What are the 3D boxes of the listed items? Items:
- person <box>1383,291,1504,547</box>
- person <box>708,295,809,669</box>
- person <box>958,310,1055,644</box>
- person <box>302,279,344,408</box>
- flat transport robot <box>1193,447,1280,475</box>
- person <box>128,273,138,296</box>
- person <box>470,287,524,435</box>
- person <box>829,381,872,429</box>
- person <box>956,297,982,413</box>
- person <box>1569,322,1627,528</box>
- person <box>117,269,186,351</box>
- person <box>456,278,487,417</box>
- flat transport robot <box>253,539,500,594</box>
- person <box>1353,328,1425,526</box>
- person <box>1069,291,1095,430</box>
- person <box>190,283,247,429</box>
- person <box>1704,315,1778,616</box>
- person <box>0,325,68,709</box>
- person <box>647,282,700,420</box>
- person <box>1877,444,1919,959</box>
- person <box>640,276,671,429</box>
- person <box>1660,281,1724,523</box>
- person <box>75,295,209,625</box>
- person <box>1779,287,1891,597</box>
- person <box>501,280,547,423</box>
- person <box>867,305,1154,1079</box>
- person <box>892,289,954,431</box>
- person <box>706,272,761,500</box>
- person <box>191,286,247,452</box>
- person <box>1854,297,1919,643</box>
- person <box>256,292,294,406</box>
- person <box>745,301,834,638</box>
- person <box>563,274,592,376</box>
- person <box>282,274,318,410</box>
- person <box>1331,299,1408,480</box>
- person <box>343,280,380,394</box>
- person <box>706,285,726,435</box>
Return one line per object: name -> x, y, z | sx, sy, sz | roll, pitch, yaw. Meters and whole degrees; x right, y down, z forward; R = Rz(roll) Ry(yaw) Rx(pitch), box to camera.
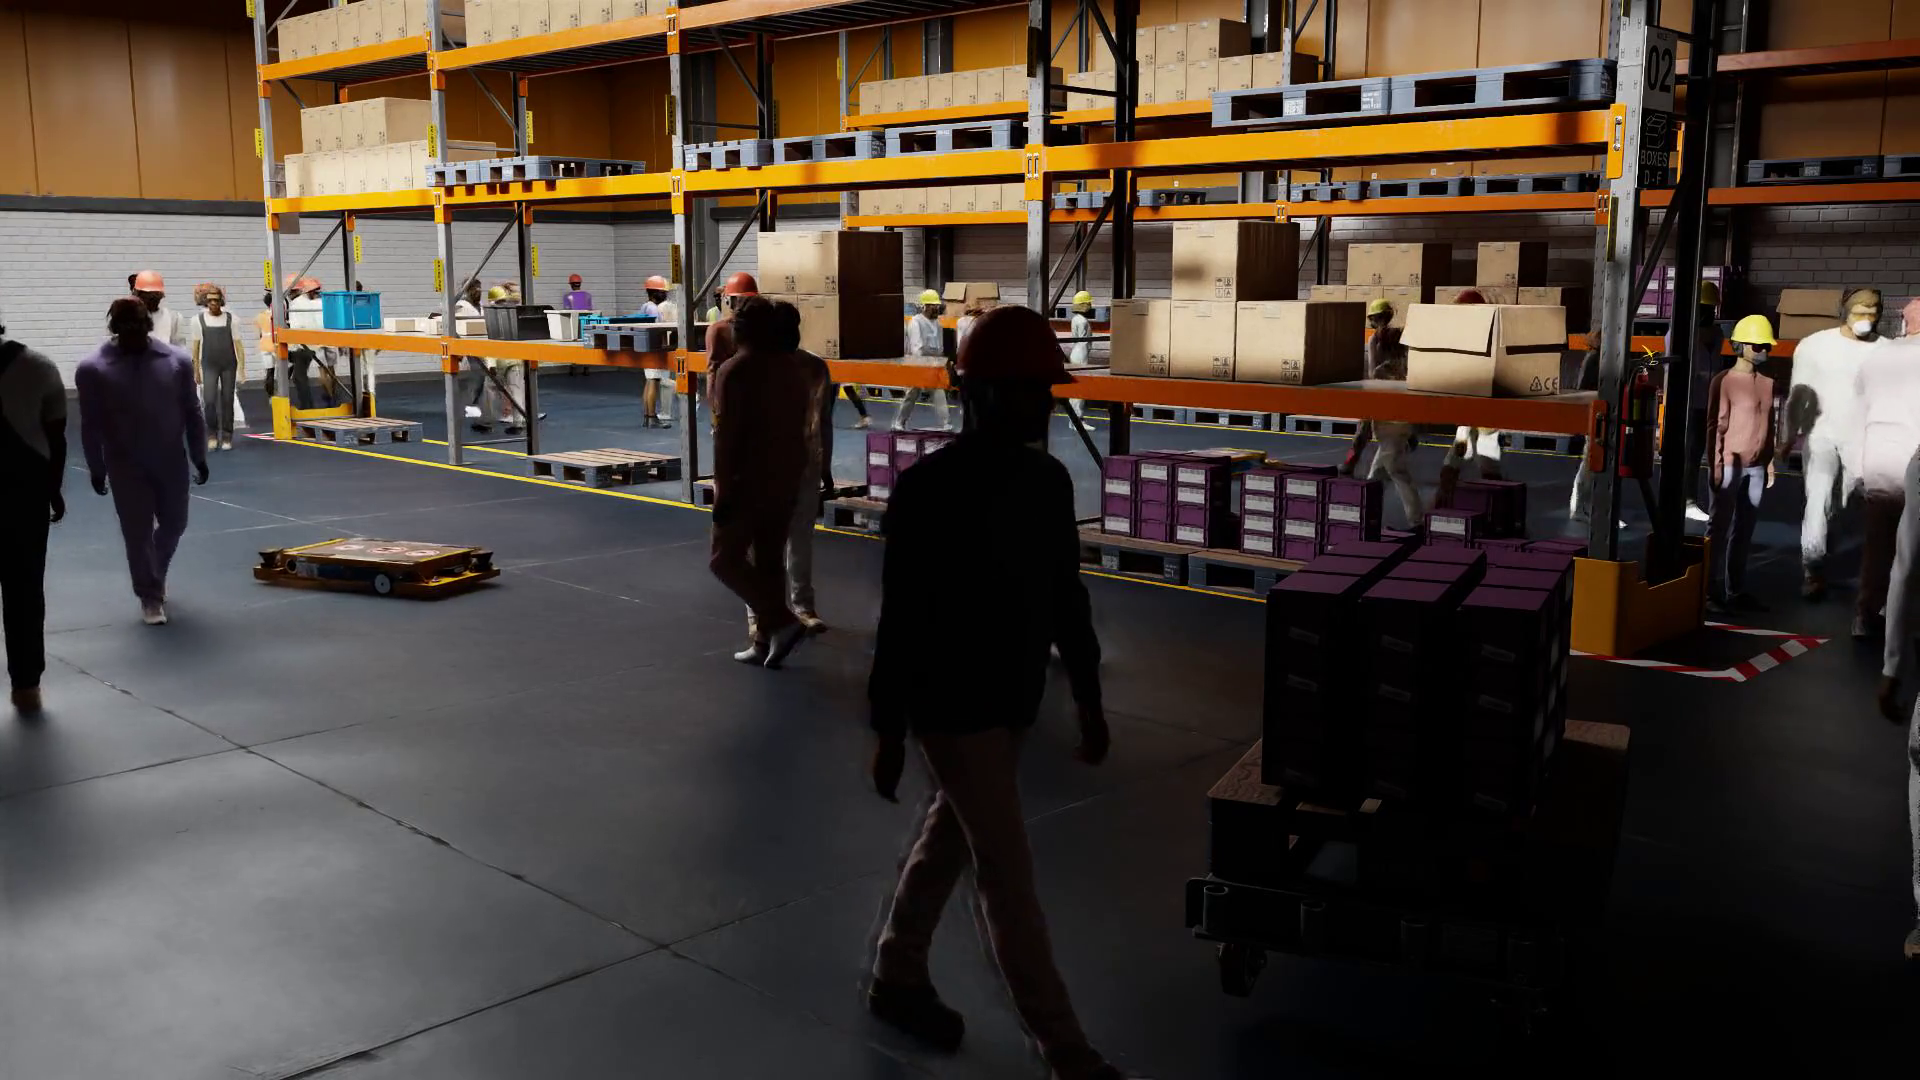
person -> 3.502, -0.790, 11.592 | 0.992, 1.857, 0.580 | 2, 9, 12
person -> -0.987, -0.268, 8.303 | 0.488, 1.893, 0.662 | 6, 11, 31
person -> 0.302, -0.302, 8.769 | 0.682, 1.813, 0.667 | 7, 12, 39
person -> -9.356, -2.862, 24.277 | 0.566, 1.871, 0.915 | -8, 13, -42
flat transport robot -> 2.467, -0.749, 16.216 | 0.652, 0.197, 1.431 | 8, 12, 41
person -> -11.844, -2.861, 24.021 | 0.607, 1.958, 0.379 | -1, 9, -8
person -> -5.678, -2.188, 20.364 | 0.844, 1.793, 0.614 | 5, 10, 27
person -> -1.499, -2.208, 20.975 | 0.883, 1.640, 0.542 | 2, 9, 12
person -> 0.184, -2.572, 23.246 | 0.496, 1.627, 0.271 | -4, 10, -24
person -> 5.089, -0.899, 13.013 | 0.521, 1.606, 0.662 | -9, 13, -42
person -> -7.495, -1.497, 15.450 | 0.607, 2.021, 0.557 | -9, 13, -43
person -> -6.586, -2.618, 22.683 | 0.504, 1.901, 0.597 | 1, 9, 6
flat transport robot -> -3.747, 0.154, 10.677 | 1.431, 0.197, 0.652 | 4, 10, 22
person -> 3.171, -0.782, 12.385 | 0.901, 1.587, 0.533 | 8, 12, 39
person -> 1.539, -2.256, 20.946 | 0.286, 1.746, 0.490 | -1, 9, -9
person -> -9.523, -2.303, 20.963 | 0.956, 1.832, 0.577 | -3, 10, -15
person -> 4.581, -0.434, 9.740 | 0.519, 1.762, 0.327 | -5, 10, -27
person -> -4.525, -0.249, 7.741 | 0.689, 2.000, 0.757 | -6, 11, -33
person -> -3.825, -2.518, 22.095 | 0.678, 1.895, 0.631 | 1, 9, 4
person -> 2.889, 0.346, 4.610 | 0.615, 1.864, 0.551 | 4, 10, 24
person -> -3.861, -2.379, 21.123 | 0.377, 1.932, 0.552 | -3, 10, -20
person -> 5.866, -1.094, 13.269 | 0.594, 1.924, 0.382 | -5, 10, -26
person -> -4.768, -0.489, 9.716 | 0.647, 1.884, 0.838 | -7, 12, -39
person -> 5.426, -0.581, 10.198 | 0.644, 1.900, 0.877 | 2, 10, 13
person -> -5.673, -2.411, 21.541 | 0.938, 1.865, 0.653 | 4, 10, 24
person -> 0.101, 0.400, 4.093 | 1.056, 1.935, 0.640 | 7, 12, 38
person -> -0.418, -2.041, 19.535 | 0.947, 1.791, 0.603 | 8, 12, 39
person -> -1.633, -1.003, 12.498 | 0.393, 1.992, 0.622 | 8, 12, 39
person -> -8.168, -1.877, 18.371 | 0.528, 1.821, 0.645 | -5, 10, -26
person -> 5.100, -0.363, 8.930 | 0.446, 1.875, 0.708 | -3, 10, -18
person -> -10.088, -2.815, 24.536 | 0.549, 1.679, 0.443 | 2, 10, 13
person -> -0.981, -0.388, 9.195 | 0.625, 1.847, 0.429 | -5, 10, -26
person -> -7.224, -4.052, 31.394 | 0.551, 1.932, 0.378 | -5, 10, -28
person -> -8.718, -2.523, 21.978 | 0.502, 1.949, 0.675 | -9, 13, -42
person -> 3.998, -1.437, 15.986 | 0.534, 1.722, 0.872 | -7, 12, -38
person -> -8.895, -2.921, 24.673 | 0.568, 1.855, 0.369 | -7, 11, -35
person -> -2.822, -2.157, 20.121 | 0.621, 1.829, 0.430 | 6, 11, 33
